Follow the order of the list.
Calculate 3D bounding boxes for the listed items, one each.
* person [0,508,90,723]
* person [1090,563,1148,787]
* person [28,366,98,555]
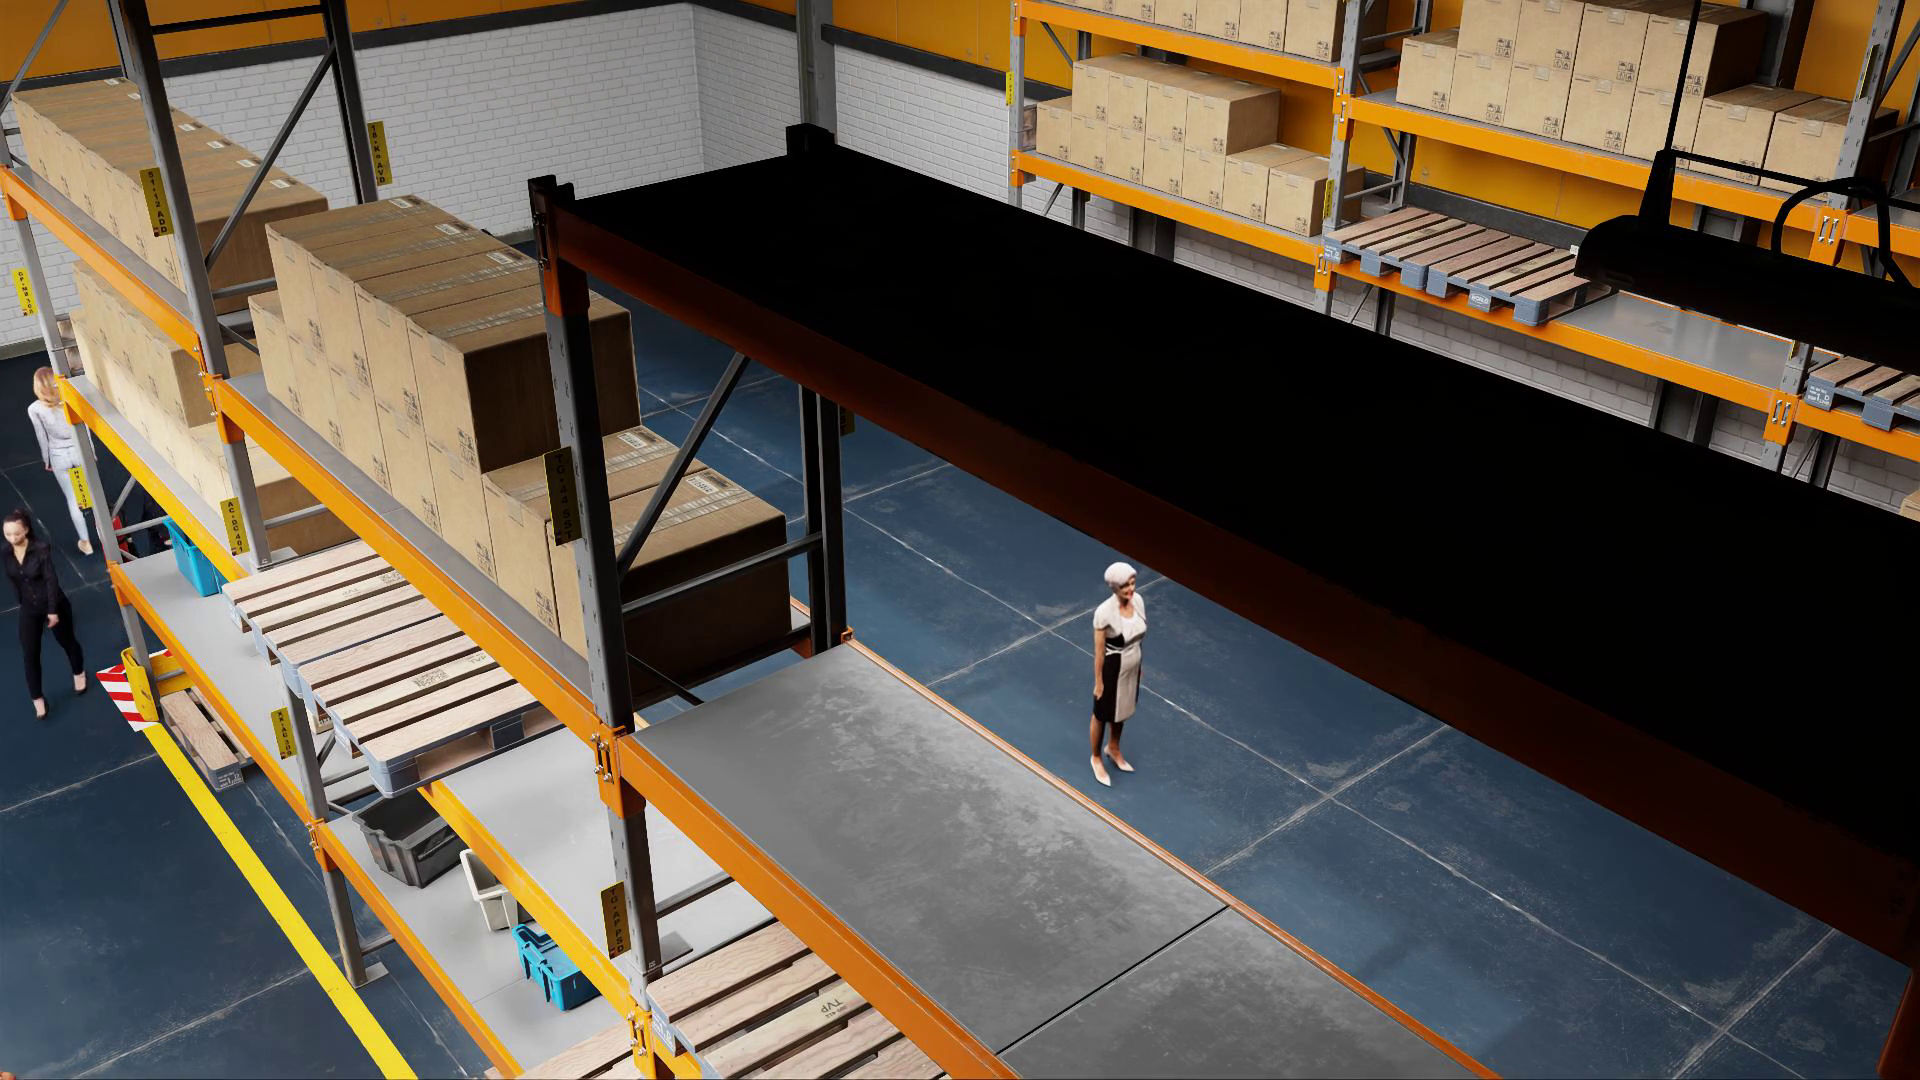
[{"bbox_3d":[-6.975,0.498,12.758,0.865,1.685,0.960,0,29,-1],"label":"person"},{"bbox_3d":[1.114,0.935,11.886,0.619,1.755,0.511,-23,36,-35],"label":"person"},{"bbox_3d":[-7.948,-0.720,14.877,0.627,1.796,0.563,-14,32,-24],"label":"person"}]
